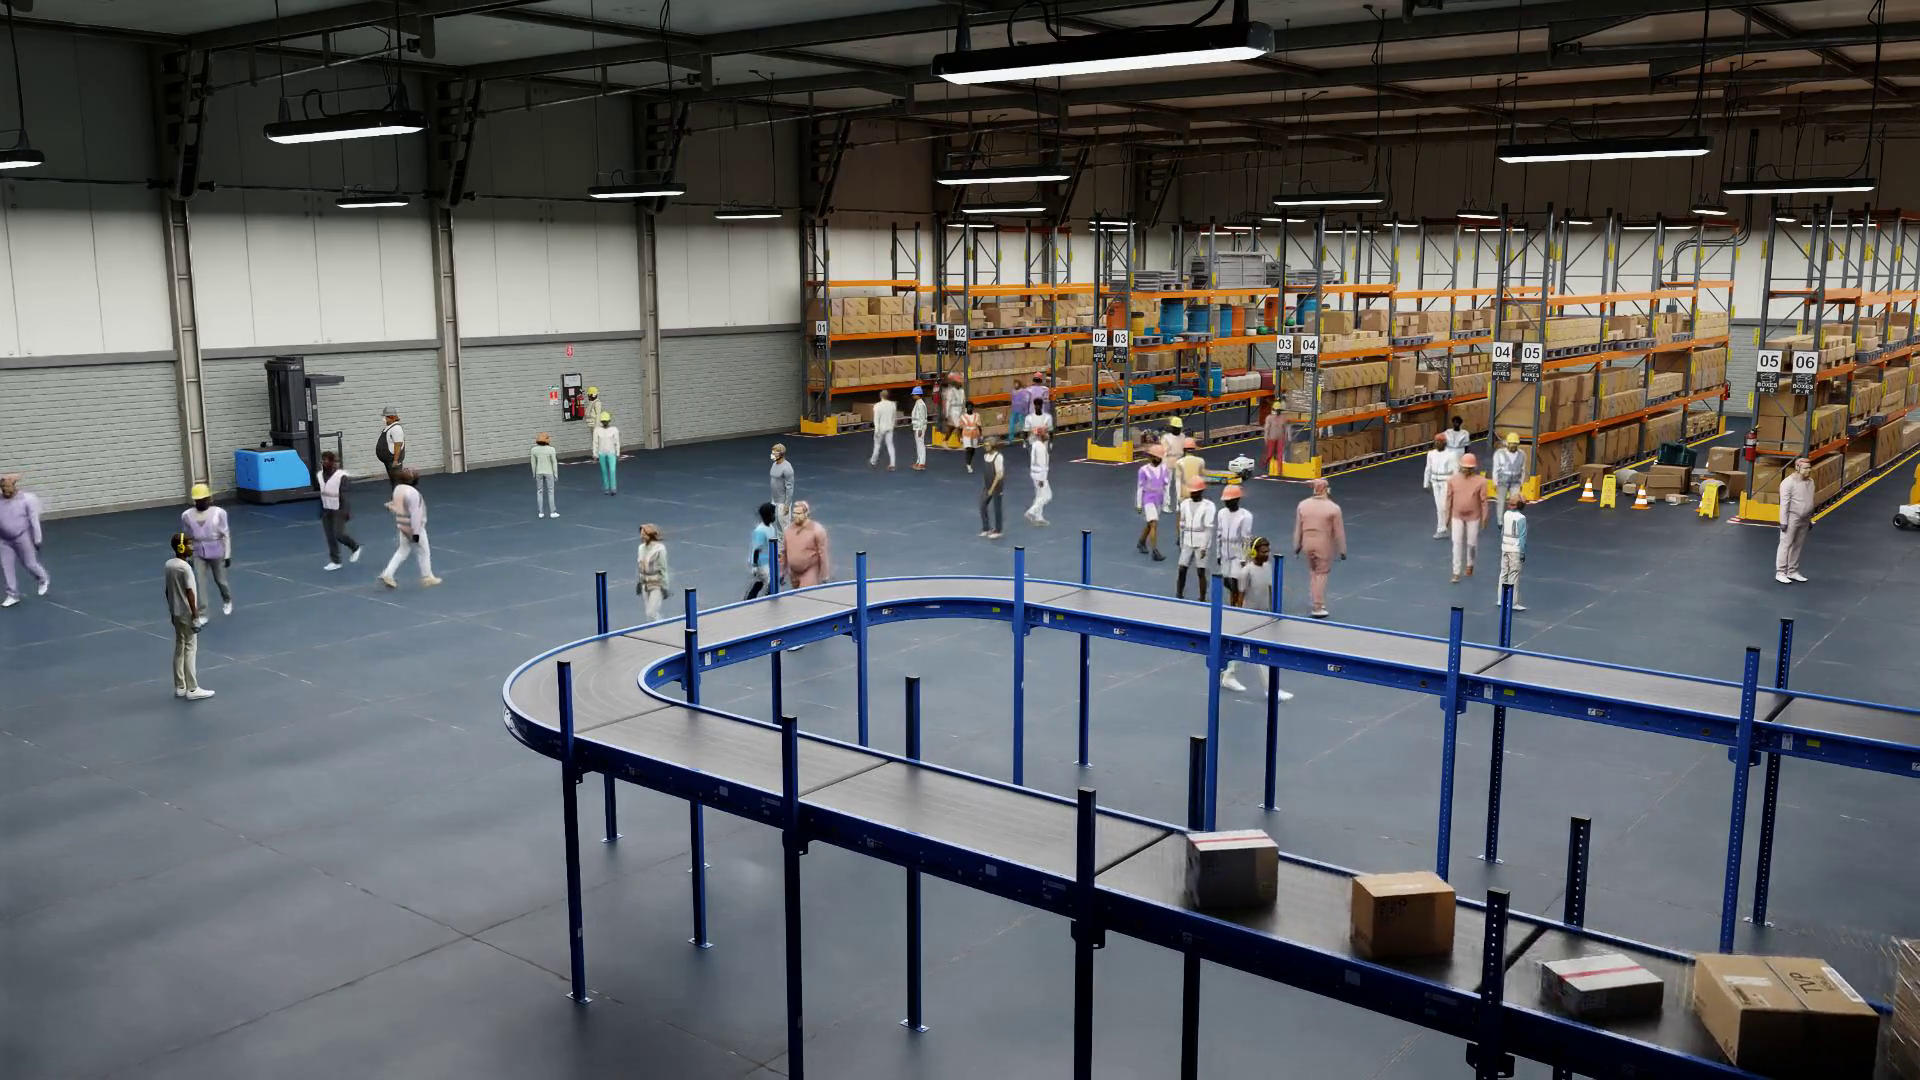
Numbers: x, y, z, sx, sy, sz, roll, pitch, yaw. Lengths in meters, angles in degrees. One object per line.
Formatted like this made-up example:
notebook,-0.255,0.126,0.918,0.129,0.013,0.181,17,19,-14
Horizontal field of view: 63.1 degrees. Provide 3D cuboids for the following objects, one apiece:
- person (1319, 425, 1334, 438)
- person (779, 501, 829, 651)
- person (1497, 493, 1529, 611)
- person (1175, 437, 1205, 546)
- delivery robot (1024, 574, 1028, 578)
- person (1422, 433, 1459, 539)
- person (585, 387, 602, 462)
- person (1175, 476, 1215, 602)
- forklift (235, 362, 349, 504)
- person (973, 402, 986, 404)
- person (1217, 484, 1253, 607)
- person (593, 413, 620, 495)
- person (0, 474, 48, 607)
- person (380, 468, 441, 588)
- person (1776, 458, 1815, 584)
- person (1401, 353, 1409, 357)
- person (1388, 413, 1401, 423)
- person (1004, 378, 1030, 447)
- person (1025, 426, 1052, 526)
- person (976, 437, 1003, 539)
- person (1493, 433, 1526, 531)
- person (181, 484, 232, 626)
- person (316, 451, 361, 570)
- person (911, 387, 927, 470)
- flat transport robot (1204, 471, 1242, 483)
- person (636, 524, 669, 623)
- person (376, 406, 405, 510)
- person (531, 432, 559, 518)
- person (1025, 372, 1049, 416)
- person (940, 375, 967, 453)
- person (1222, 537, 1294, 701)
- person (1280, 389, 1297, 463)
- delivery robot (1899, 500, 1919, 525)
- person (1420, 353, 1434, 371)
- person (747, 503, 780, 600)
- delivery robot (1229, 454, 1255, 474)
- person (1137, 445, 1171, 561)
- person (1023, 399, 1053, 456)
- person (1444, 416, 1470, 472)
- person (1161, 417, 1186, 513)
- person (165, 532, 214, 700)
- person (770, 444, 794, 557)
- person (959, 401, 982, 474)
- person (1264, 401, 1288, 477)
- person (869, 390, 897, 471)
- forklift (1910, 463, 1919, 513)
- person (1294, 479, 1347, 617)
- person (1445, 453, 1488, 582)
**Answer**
person,10.147,-3.713,43.191,0.634,1.838,0.429,9,13,41
person,-1.968,0.407,19.931,0.666,1.873,0.947,6,12,31
person,7.771,0.159,21.958,0.310,1.638,0.523,-2,10,-11
person,3.921,-0.794,26.589,0.545,1.911,0.844,-1,10,-7
delivery robot,0.894,0.714,21.737,0.707,0.478,0.477,-4,11,-20
person,8.425,-0.953,27.570,0.694,1.860,0.624,-8,13,-37
person,-8.948,-2.833,38.250,0.404,1.833,0.590,-5,11,-26
person,3.244,0.068,21.686,0.554,1.920,0.436,7,12,36
forklift,-13.803,-2.244,32.110,1.129,2.768,1.873,8,13,37
person,0.410,-4.164,45.588,0.659,1.885,1.001,5,11,25
person,3.744,0.173,21.140,0.657,1.913,0.547,-10,14,-44
person,-7.379,-1.780,32.615,0.539,1.727,0.872,-1,10,-5
person,-13.484,-0.036,22.417,0.646,1.875,0.826,-1,10,-4
person,-8.263,-0.181,23.392,0.632,1.812,0.861,9,13,41
person,12.742,-0.300,23.791,0.642,1.908,0.399,-5,11,-24
person,14.510,-5.244,51.662,0.927,1.904,0.549,4,11,20
person,13.187,-4.329,47.228,0.314,1.636,0.515,-4,11,-20
person,1.592,-3.399,41.539,0.818,1.808,0.584,-9,13,-41
person,1.486,-1.174,28.816,0.446,1.868,0.580,-1,10,-6
person,0.523,-0.903,27.431,0.649,1.815,0.495,-9,14,-42
person,9.877,-1.012,28.089,0.607,1.796,0.843,1,10,4
person,-10.197,0.159,21.222,0.598,1.900,0.861,-2,10,-10
person,-9.930,-0.493,24.909,0.588,1.903,0.539,5,11,25
person,-0.974,-2.636,36.815,0.398,1.945,0.616,-2,10,-9
flat transport robot,5.543,-1.412,34.770,1.431,0.197,0.652,2,10,9
person,-3.849,0.601,19.488,0.546,1.625,0.375,9,14,42
person,-11.251,-1.613,30.922,0.538,2.000,0.682,-6,12,-30
person,-7.917,-1.240,29.846,0.499,1.633,0.280,1,10,4
person,1.989,-3.306,40.321,0.609,2.044,0.396,1,10,7
person,-0.102,-3.261,40.256,1.067,1.989,0.622,7,12,33
person,3.340,0.856,17.550,0.966,1.821,0.503,8,13,39
person,7.863,-2.729,37.600,0.544,1.858,0.532,8,13,38
delivery robot,17.505,-0.486,28.492,0.477,0.478,0.707,-3,10,-15
person,14.817,-4.989,50.050,0.806,1.955,0.639,-5,11,-26
person,-2.552,0.320,21.004,0.921,1.638,0.550,1,10,8
delivery robot,6.362,-1.697,35.309,0.477,0.478,0.707,7,12,36
person,3.167,-0.654,25.874,0.541,1.888,0.975,-6,12,-30
person,1.690,-2.123,34.034,0.631,1.911,1.024,2,10,11
person,10.281,-1.740,32.590,0.539,1.653,0.859,7,12,34
person,4.166,-1.421,30.155,0.612,1.878,0.955,-5,11,-27
person,-8.661,0.842,17.496,0.534,1.859,0.315,7,13,36
person,-2.905,-0.600,25.386,0.373,1.940,0.628,-6,12,-31
person,0.222,-2.420,36.390,0.527,1.668,0.798,-3,10,-16
person,7.180,-2.323,35.642,0.560,1.734,0.637,0,10,-2
person,-1.788,-2.571,36.697,0.633,1.883,1.014,-7,12,-33
forklift,19.034,-1.348,28.998,2.313,2.155,1.214,8,13,37
person,5.011,0.098,21.618,0.703,1.874,0.702,9,14,42
person,7.761,-0.366,23.982,0.634,1.969,0.743,5,11,25
